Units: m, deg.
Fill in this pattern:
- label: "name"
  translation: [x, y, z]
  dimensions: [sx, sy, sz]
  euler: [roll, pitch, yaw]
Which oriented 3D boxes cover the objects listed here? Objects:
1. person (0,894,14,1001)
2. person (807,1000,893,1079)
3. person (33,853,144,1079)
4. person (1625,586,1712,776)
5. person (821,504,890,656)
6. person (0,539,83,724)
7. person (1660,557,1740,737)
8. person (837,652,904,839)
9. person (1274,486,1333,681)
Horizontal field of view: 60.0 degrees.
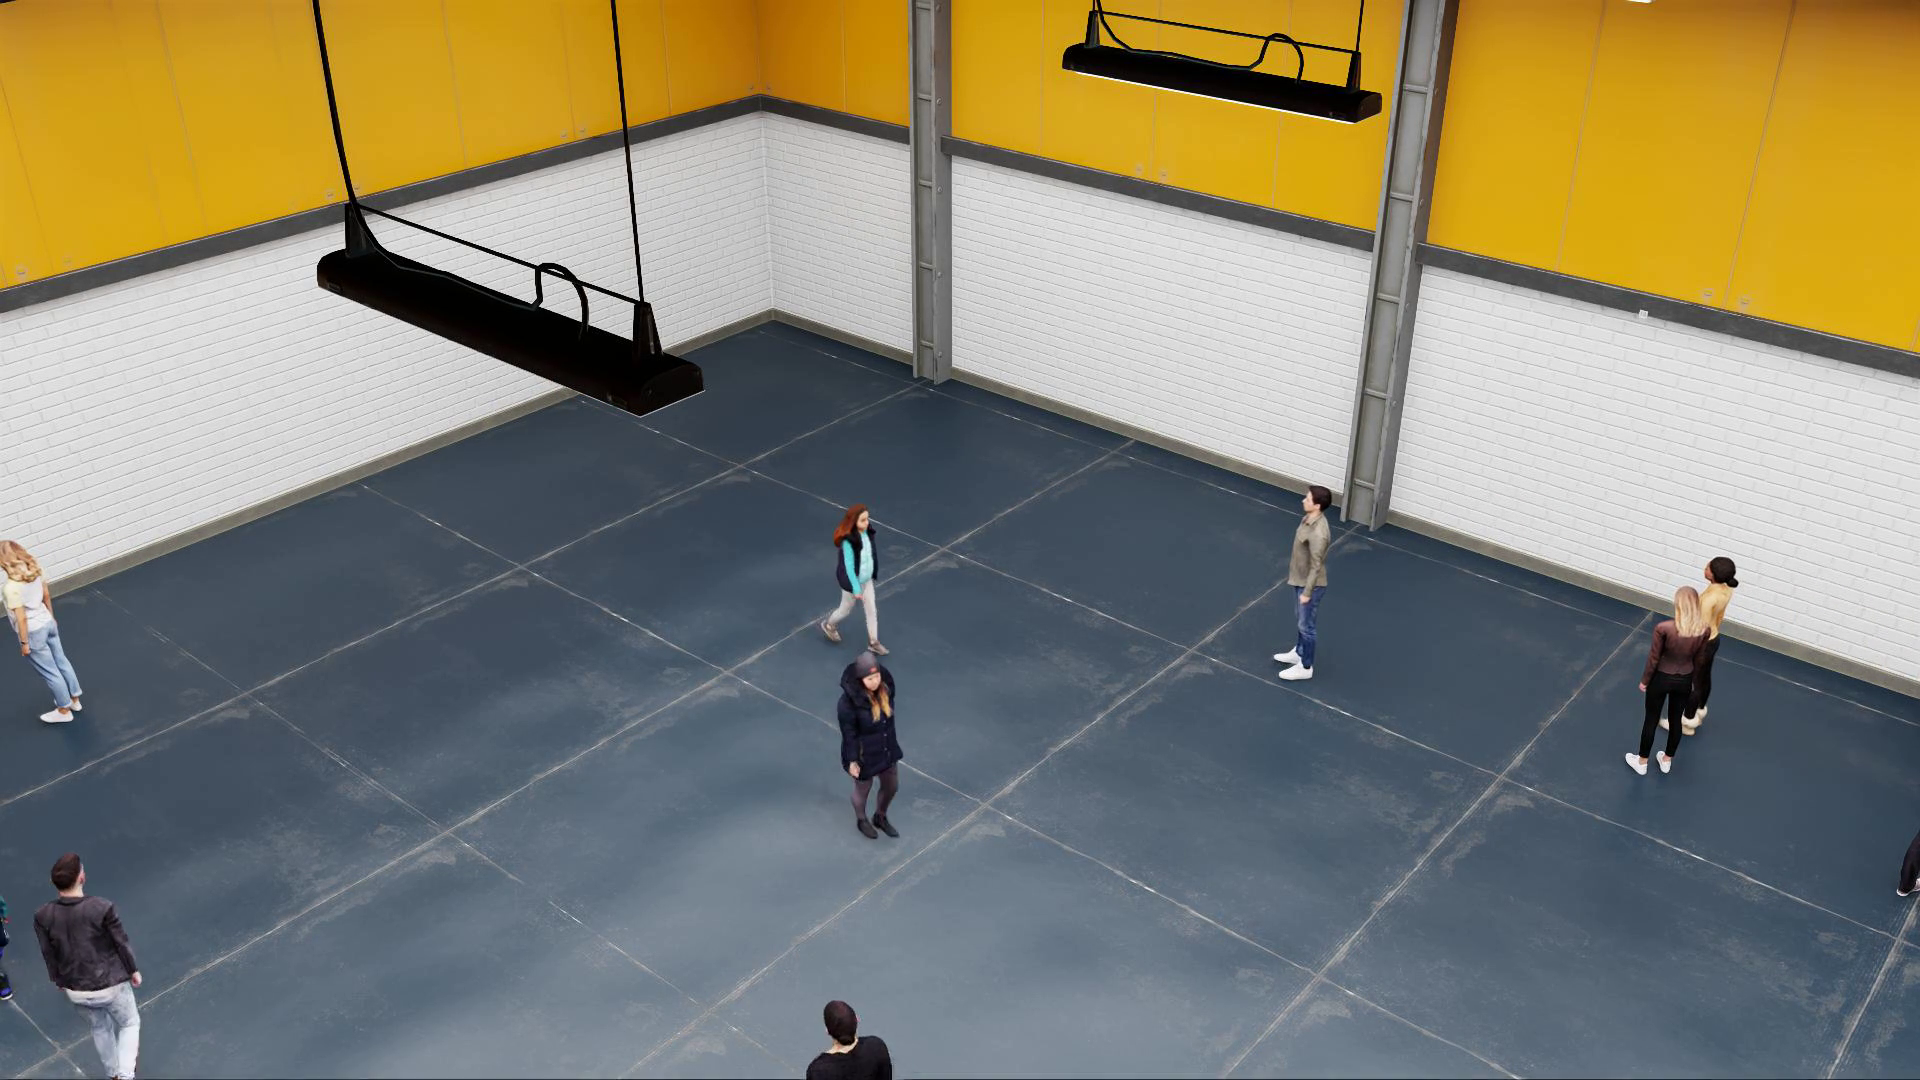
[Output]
- label: "person"
  translation: [-6.664, 2.520, 11.233]
  dimensions: [0.782, 1.239, 0.601]
  euler: [24, 37, 37]
- label: "person"
  translation: [-0.556, 3.330, 9.222]
  dimensions: [0.707, 1.743, 0.708]
  euler: [-19, 34, -31]
- label: "person"
  translation: [-5.310, 2.766, 10.178]
  dimensions: [0.921, 1.817, 0.985]
  euler: [-6, 29, -11]
- label: "person"
  translation: [5.683, 1.127, 13.299]
  dimensions: [0.658, 1.706, 0.728]
  euler: [-1, 29, -2]
- label: "person"
  translation: [-0.990, 0.338, 14.982]
  dimensions: [0.945, 1.478, 0.594]
  euler: [19, 34, 31]
- label: "person"
  translation: [-7.737, 0.760, 13.953]
  dimensions: [0.732, 1.723, 0.707]
  euler: [1, 29, 3]
- label: "person"
  translation: [6.188, 0.865, 13.827]
  dimensions: [0.613, 1.659, 0.577]
  euler: [-24, 37, -37]
- label: "person"
  translation: [-0.735, 1.532, 12.598]
  dimensions: [0.712, 1.665, 0.704]
  euler: [-23, 36, -35]
- label: "person"
  translation: [3.062, 0.362, 14.535]
  dimensions: [0.811, 1.864, 0.794]
  euler: [2, 29, 4]
